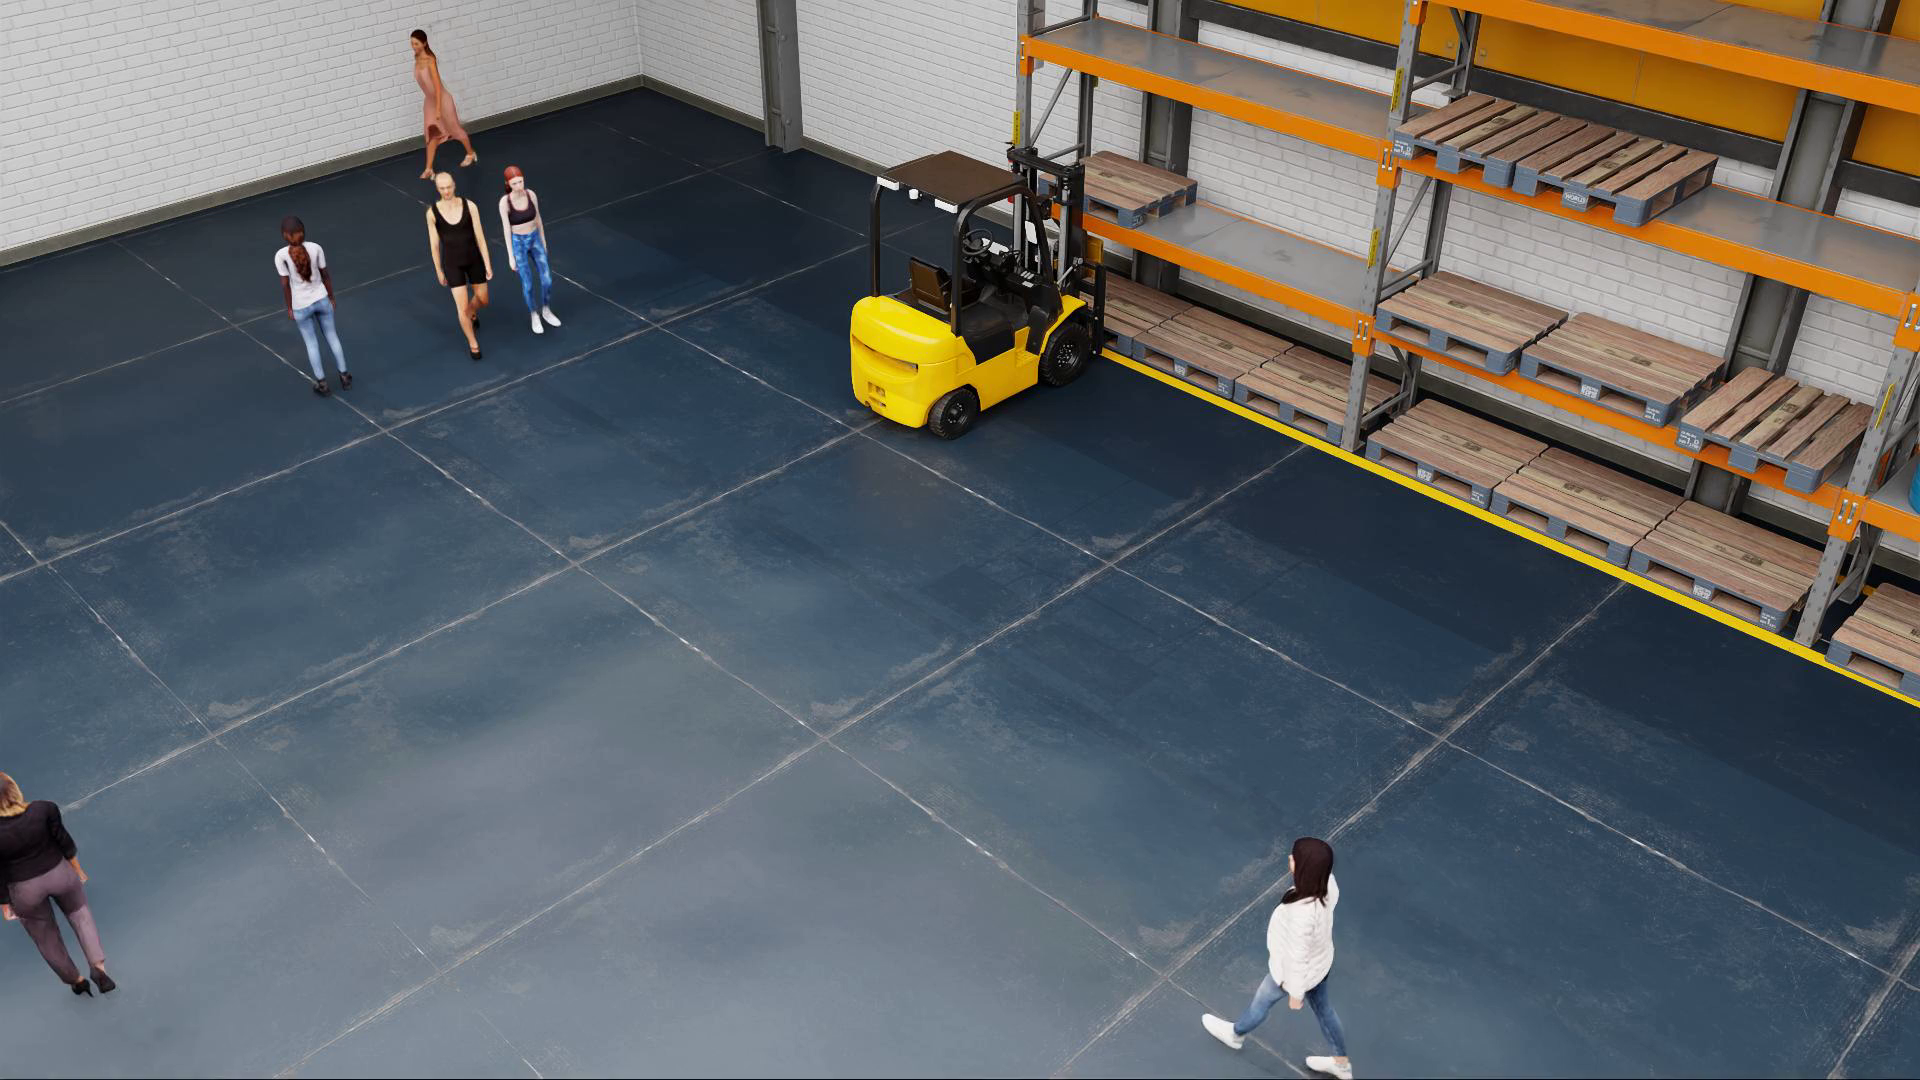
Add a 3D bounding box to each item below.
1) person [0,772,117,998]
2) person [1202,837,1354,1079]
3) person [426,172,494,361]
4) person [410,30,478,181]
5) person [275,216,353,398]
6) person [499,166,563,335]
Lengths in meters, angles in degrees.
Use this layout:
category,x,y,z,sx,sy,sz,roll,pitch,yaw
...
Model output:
category,x,y,z,sx,sy,sz,roll,pitch,yaw
person,-4.948,1.944,9.050,0.669,1.664,0.615,27,42,35
person,1.860,2.231,8.682,1.135,1.594,0.805,19,38,26
person,-4.743,-2.656,15.849,0.853,1.798,1.050,-15,36,-21
person,-6.089,-5.160,19.654,1.141,1.758,0.808,23,40,31
person,-5.903,-2.136,15.137,0.612,1.720,0.551,-23,40,-30
person,-4.212,-2.803,16.109,0.651,1.756,0.637,29,43,36
